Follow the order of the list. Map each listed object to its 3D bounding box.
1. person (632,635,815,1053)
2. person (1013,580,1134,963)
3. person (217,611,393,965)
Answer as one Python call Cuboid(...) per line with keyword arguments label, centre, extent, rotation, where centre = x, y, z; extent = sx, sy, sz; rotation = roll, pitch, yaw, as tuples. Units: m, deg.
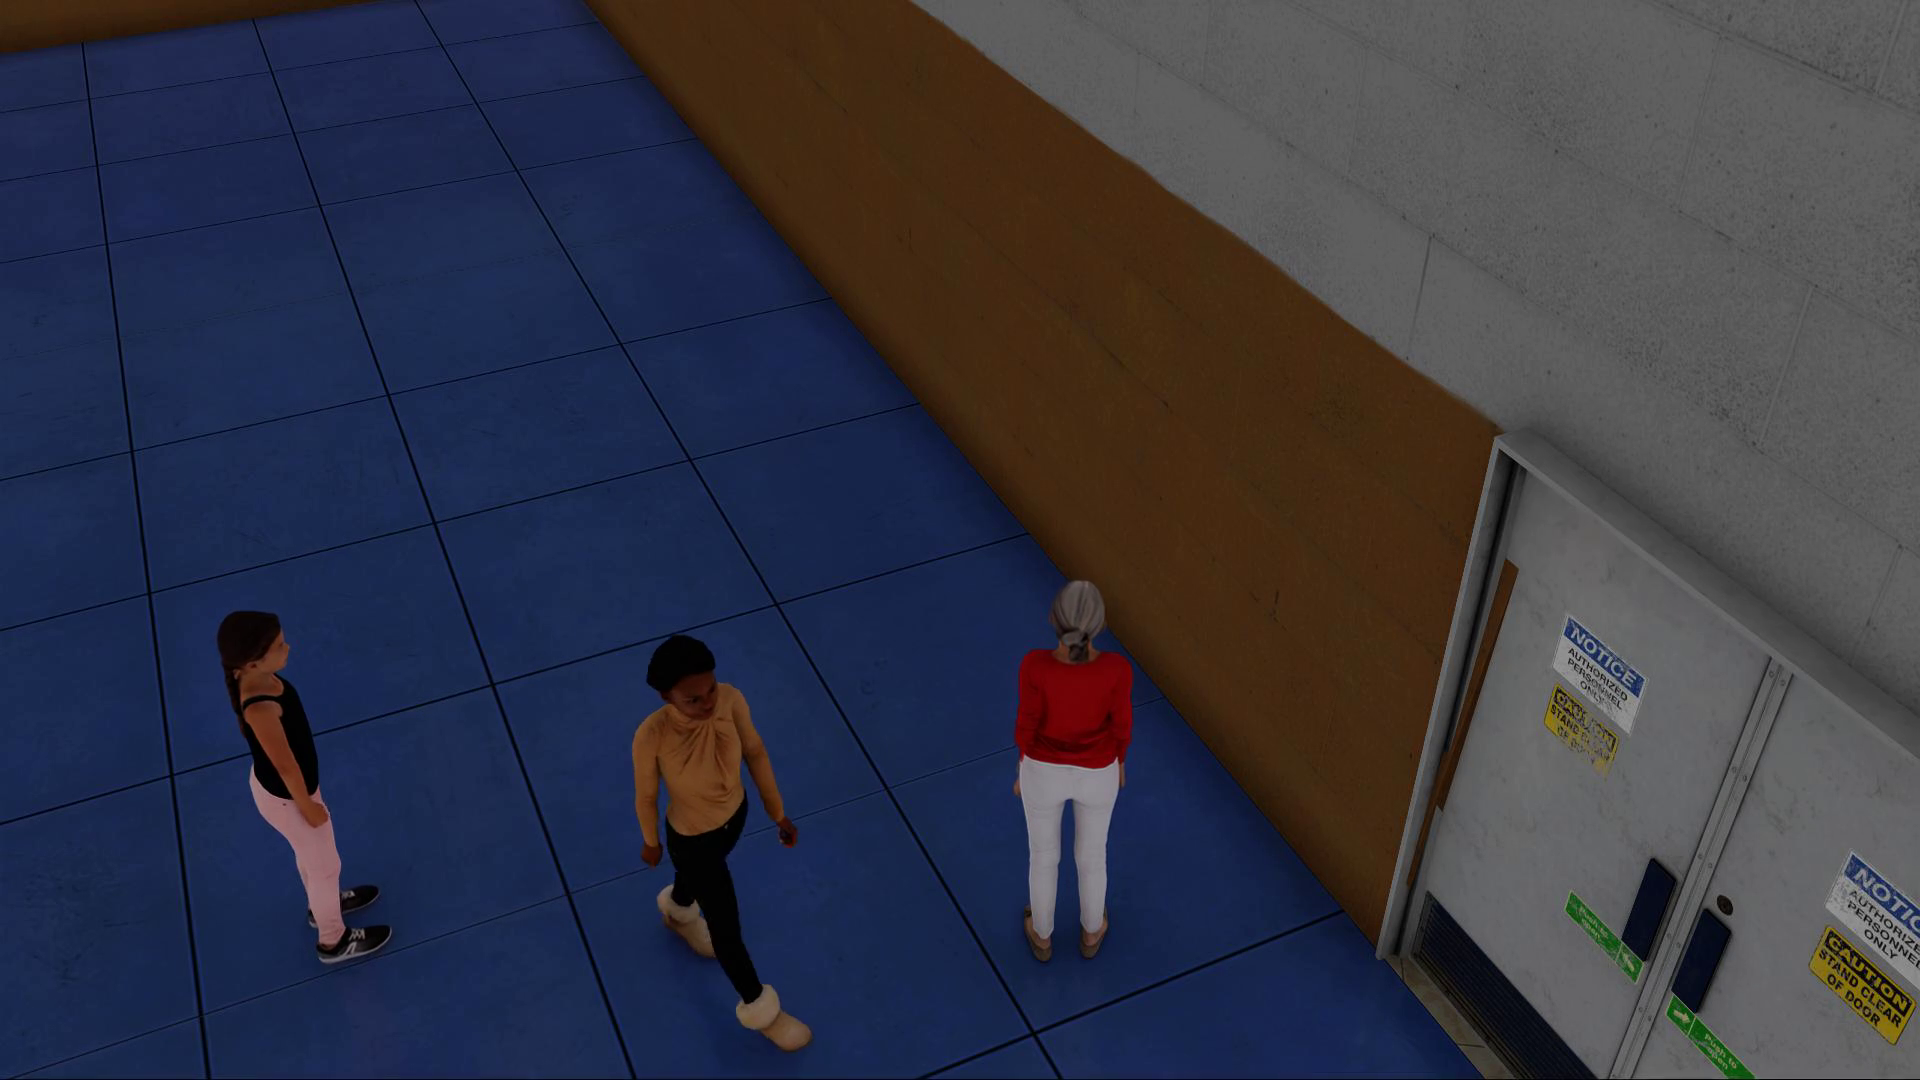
Cuboid(label="person", centre=(-0.914, 0.924, 5.642), extent=(0.946, 1.619, 1.117), rotation=(28, 45, 32))
Cuboid(label="person", centre=(0.377, 0.814, 5.725), extent=(0.595, 1.694, 0.697), rotation=(0, 37, 0))
Cuboid(label="person", centre=(-2.324, 0.862, 5.771), extent=(0.540, 1.562, 0.539), rotation=(-20, 41, -24))
